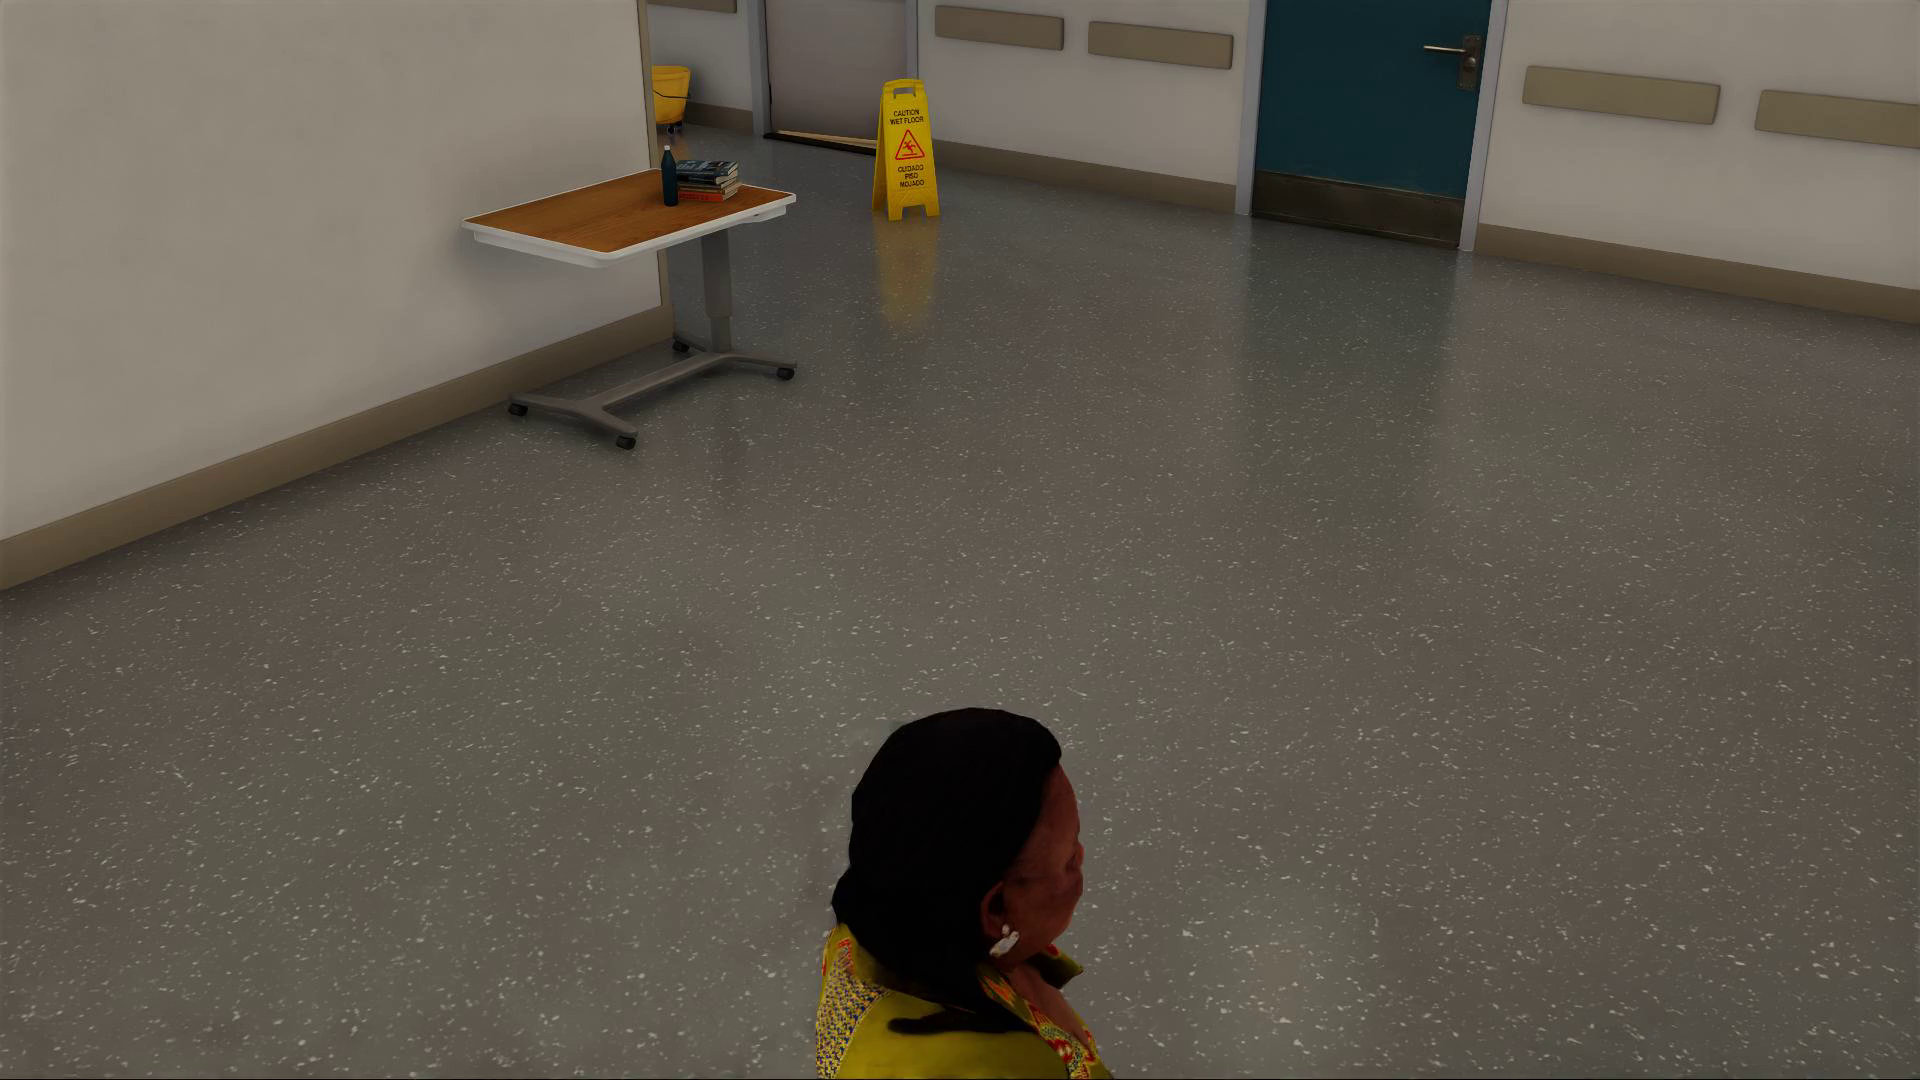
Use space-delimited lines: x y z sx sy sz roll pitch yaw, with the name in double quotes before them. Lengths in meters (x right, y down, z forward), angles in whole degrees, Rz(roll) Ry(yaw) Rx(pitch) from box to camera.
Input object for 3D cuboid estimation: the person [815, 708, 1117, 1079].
"person" -0.080 0.946 1.869 0.995 1.643 0.941 -8 27 -17
